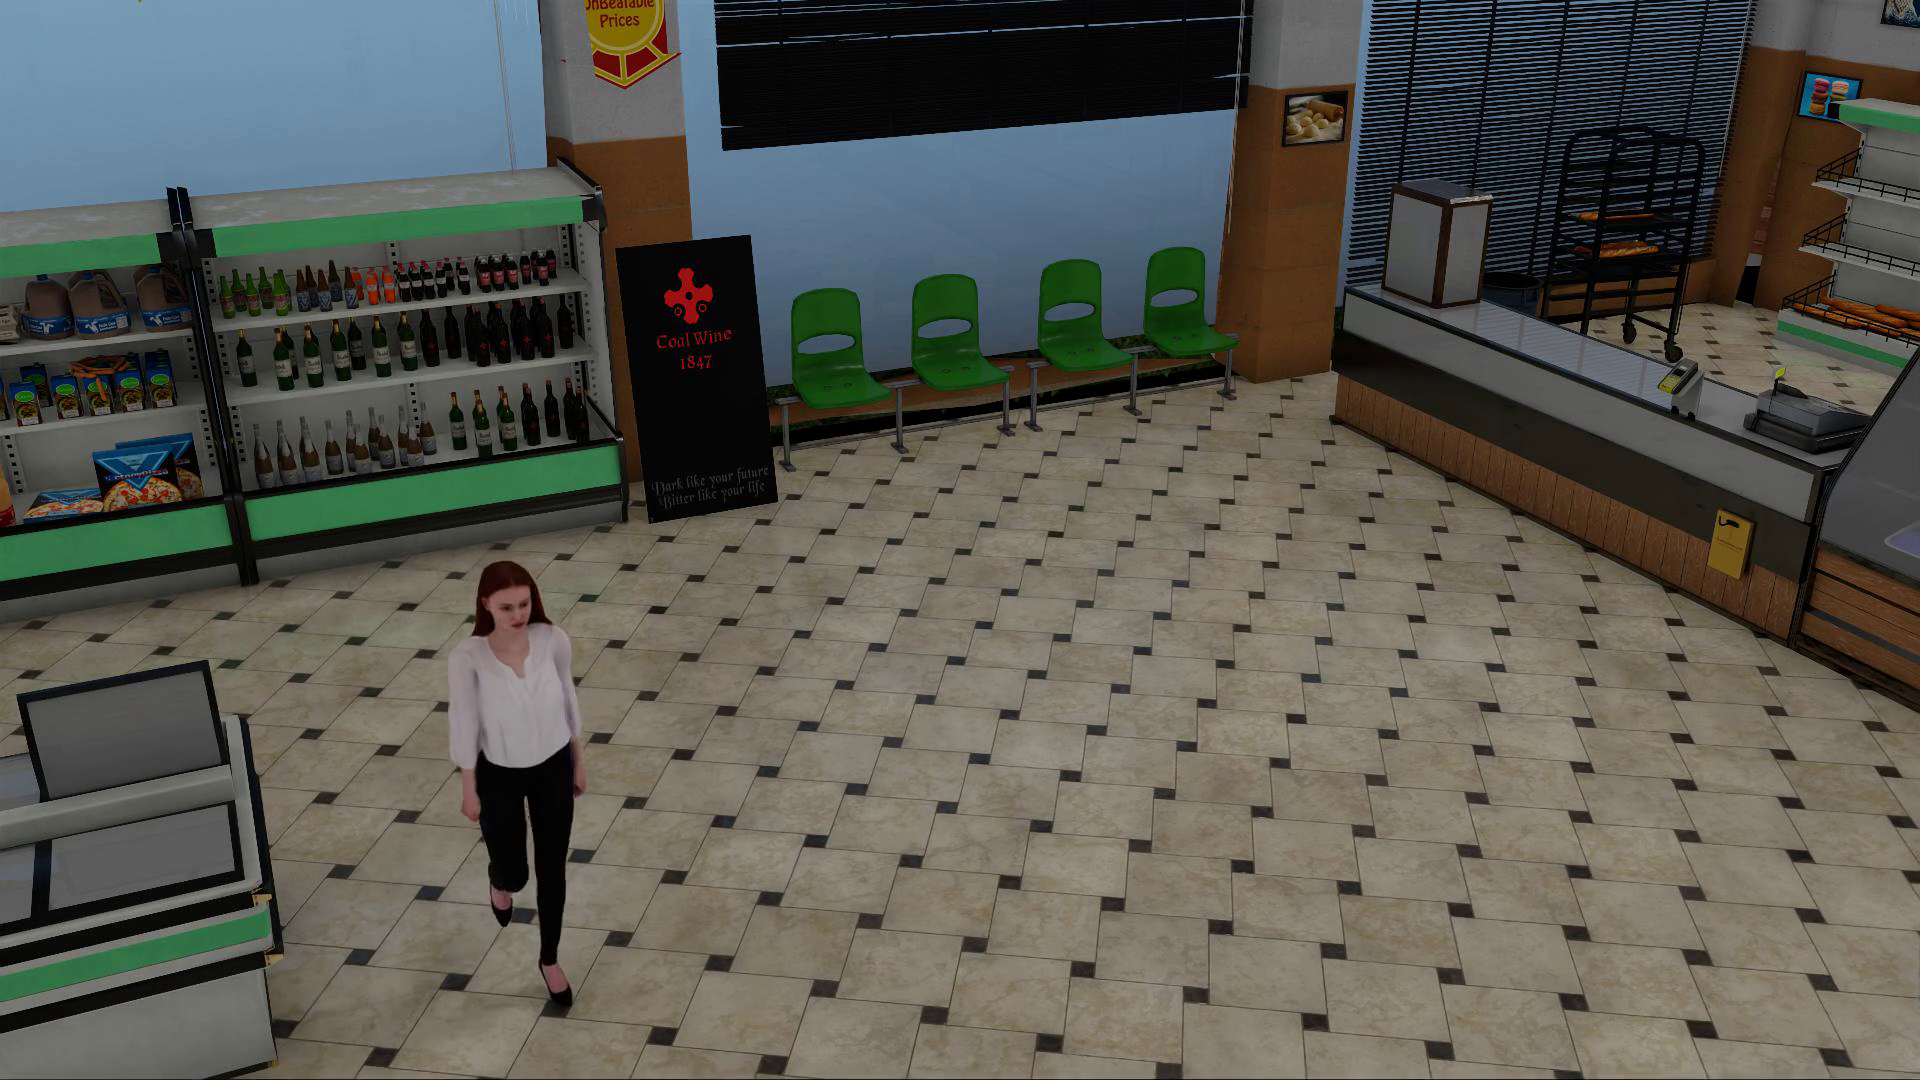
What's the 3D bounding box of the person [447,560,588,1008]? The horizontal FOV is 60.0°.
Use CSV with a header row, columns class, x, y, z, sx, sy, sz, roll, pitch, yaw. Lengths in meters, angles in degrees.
class,x,y,z,sx,sy,sz,roll,pitch,yaw
person,-1.600,0.846,6.016,0.809,1.744,0.750,-14,27,-29
